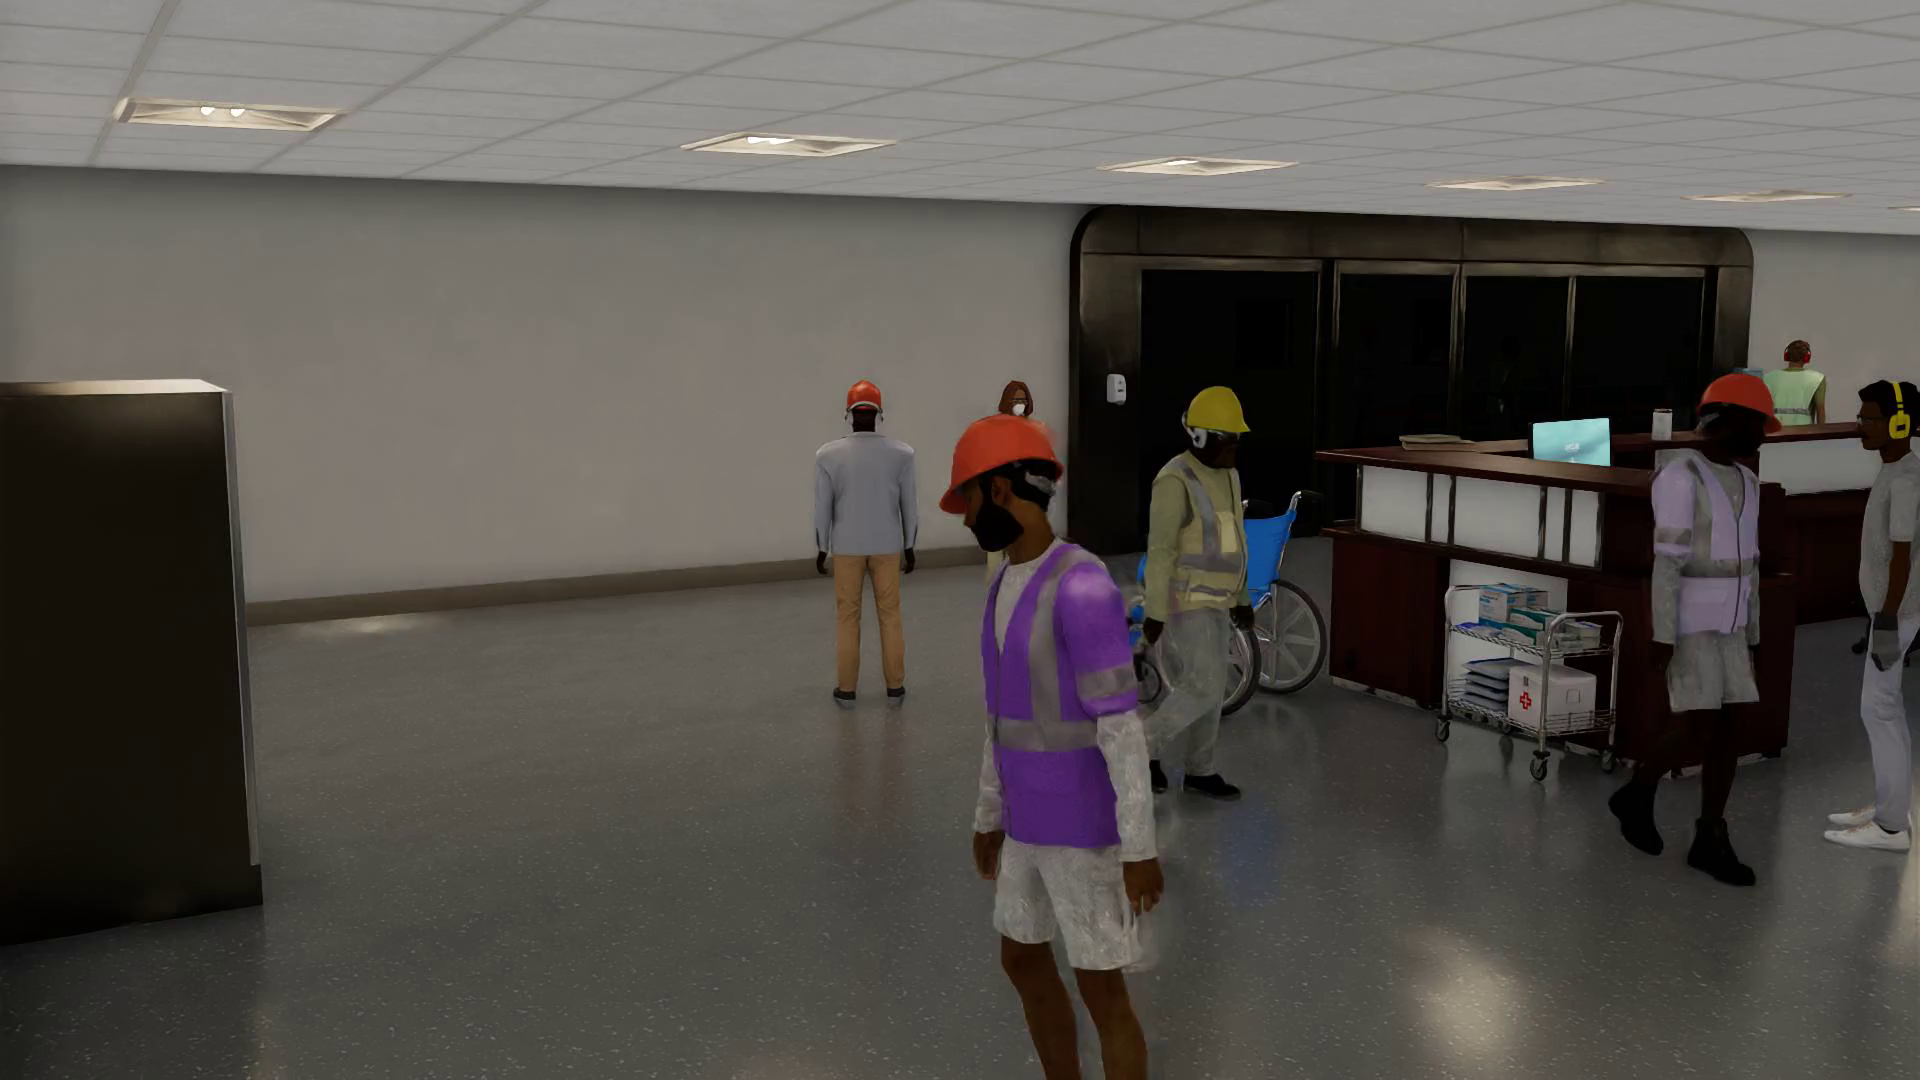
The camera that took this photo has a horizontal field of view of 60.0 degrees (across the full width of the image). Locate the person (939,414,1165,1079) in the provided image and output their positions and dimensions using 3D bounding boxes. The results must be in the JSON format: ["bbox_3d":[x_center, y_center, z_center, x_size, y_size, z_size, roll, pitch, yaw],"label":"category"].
[{"bbox_3d":[0.248,0.668,3.837,0.399,1.892,0.733,-4,9,-26],"label":"person"}]

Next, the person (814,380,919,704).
[{"bbox_3d":[-0.512,0.010,9.044,0.572,1.746,0.347,-1,8,-10],"label":"person"}]

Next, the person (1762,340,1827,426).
[{"bbox_3d":[7.996,-0.997,16.000,0.570,1.843,0.372,5,9,34],"label":"person"}]

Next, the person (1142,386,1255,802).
[{"bbox_3d":[1.023,0.242,7.144,0.463,1.812,0.616,5,9,32],"label":"person"}]

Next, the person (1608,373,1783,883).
[{"bbox_3d":[2.840,0.324,6.272,0.578,1.889,0.510,-4,9,-27],"label":"person"}]

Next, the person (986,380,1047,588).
[{"bbox_3d":[0.390,-0.341,12.058,0.505,1.627,0.286,-1,8,-10],"label":"person"}]

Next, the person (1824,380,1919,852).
[{"bbox_3d":[3.668,0.299,6.583,0.317,1.860,0.524,5,9,30],"label":"person"}]
